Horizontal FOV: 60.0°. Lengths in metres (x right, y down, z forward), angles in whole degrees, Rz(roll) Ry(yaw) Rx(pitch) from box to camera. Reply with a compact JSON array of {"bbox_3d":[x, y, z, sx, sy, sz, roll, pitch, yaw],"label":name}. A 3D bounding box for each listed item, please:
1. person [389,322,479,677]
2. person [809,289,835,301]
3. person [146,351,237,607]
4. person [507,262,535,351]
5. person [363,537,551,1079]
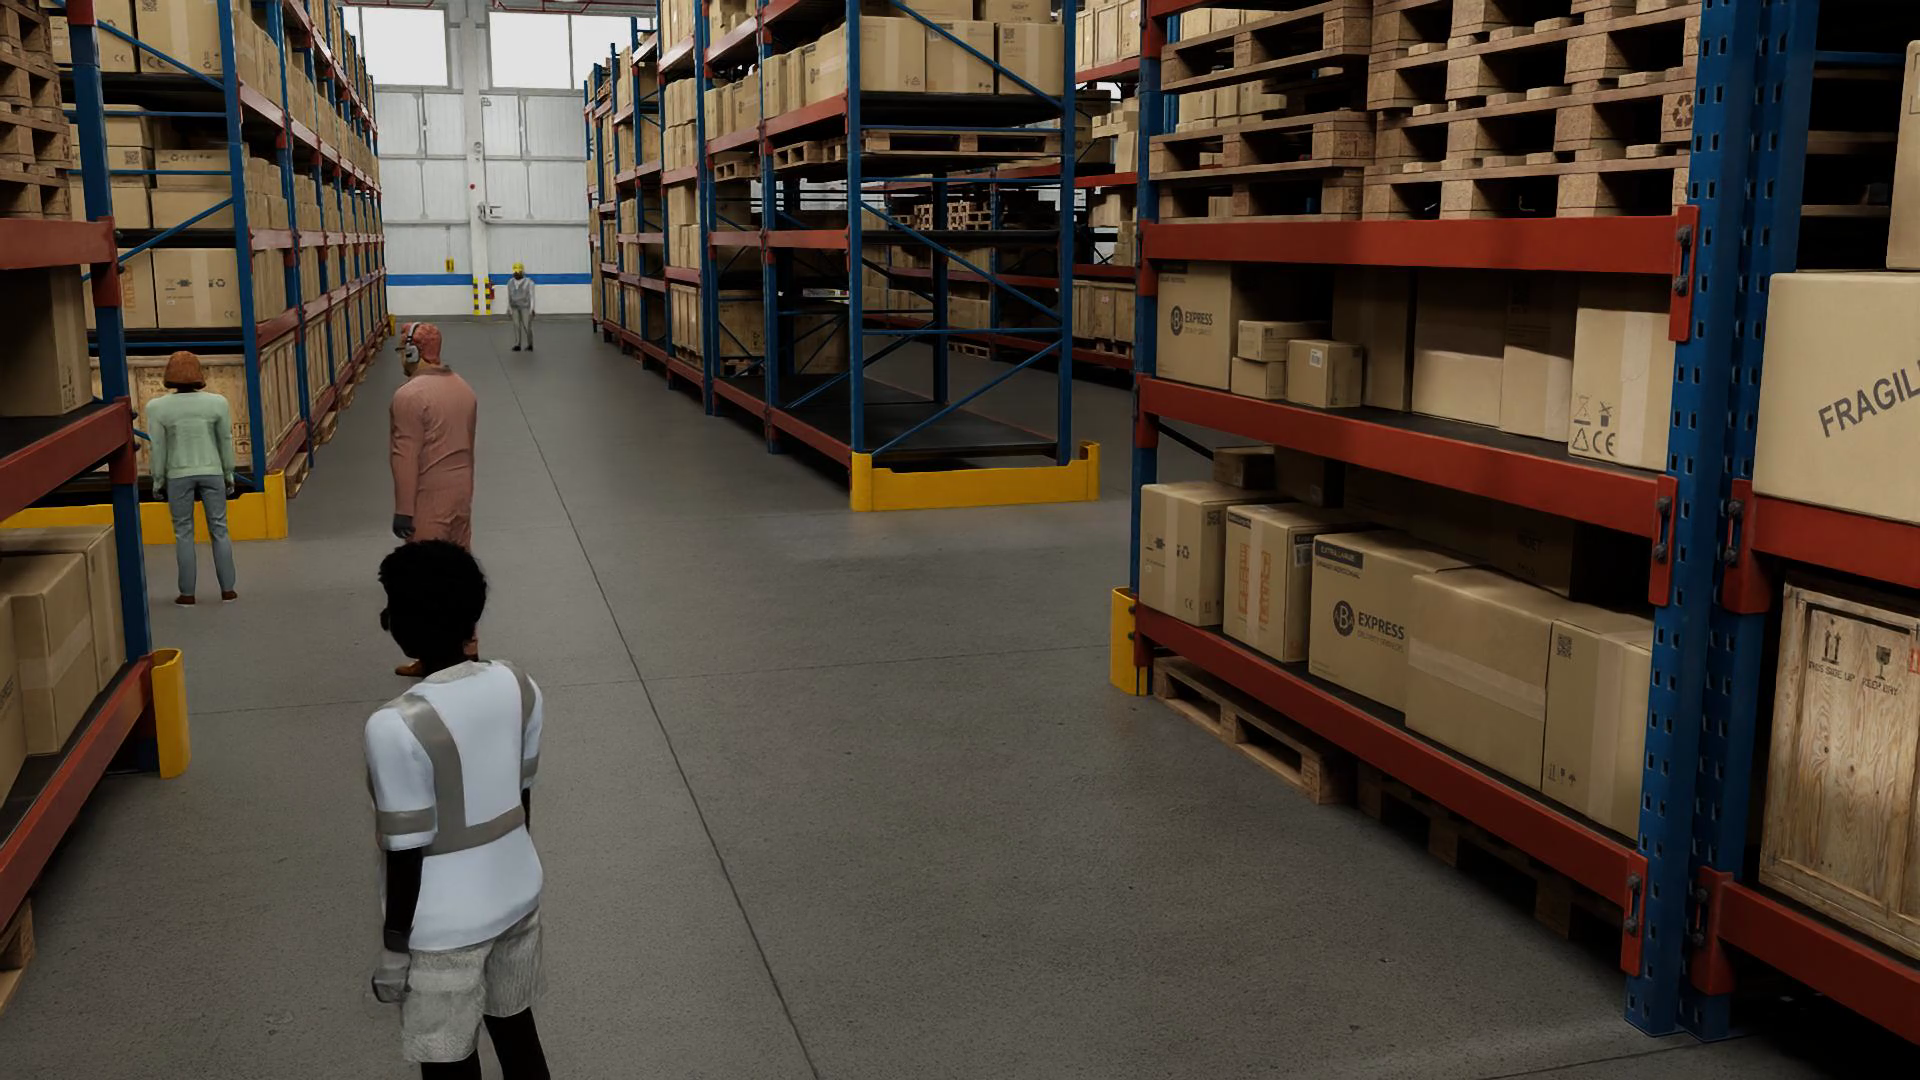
[{"bbox_3d":[-2.857,-0.219,8.973,0.399,1.899,0.646,2,11,13],"label":"person"},{"bbox_3d":[-2.957,-5.064,35.430,0.619,1.931,0.723,-5,11,-25],"label":"person"},{"bbox_3d":[-4.884,-0.386,10.602,0.498,1.634,0.280,-6,12,-32],"label":"person"},{"bbox_3d":[-9.059,-4.806,34.298,0.600,1.827,0.404,3,11,16],"label":"person"},{"bbox_3d":[-1.123,0.835,3.734,0.317,1.696,0.540,4,11,19],"label":"person"}]
